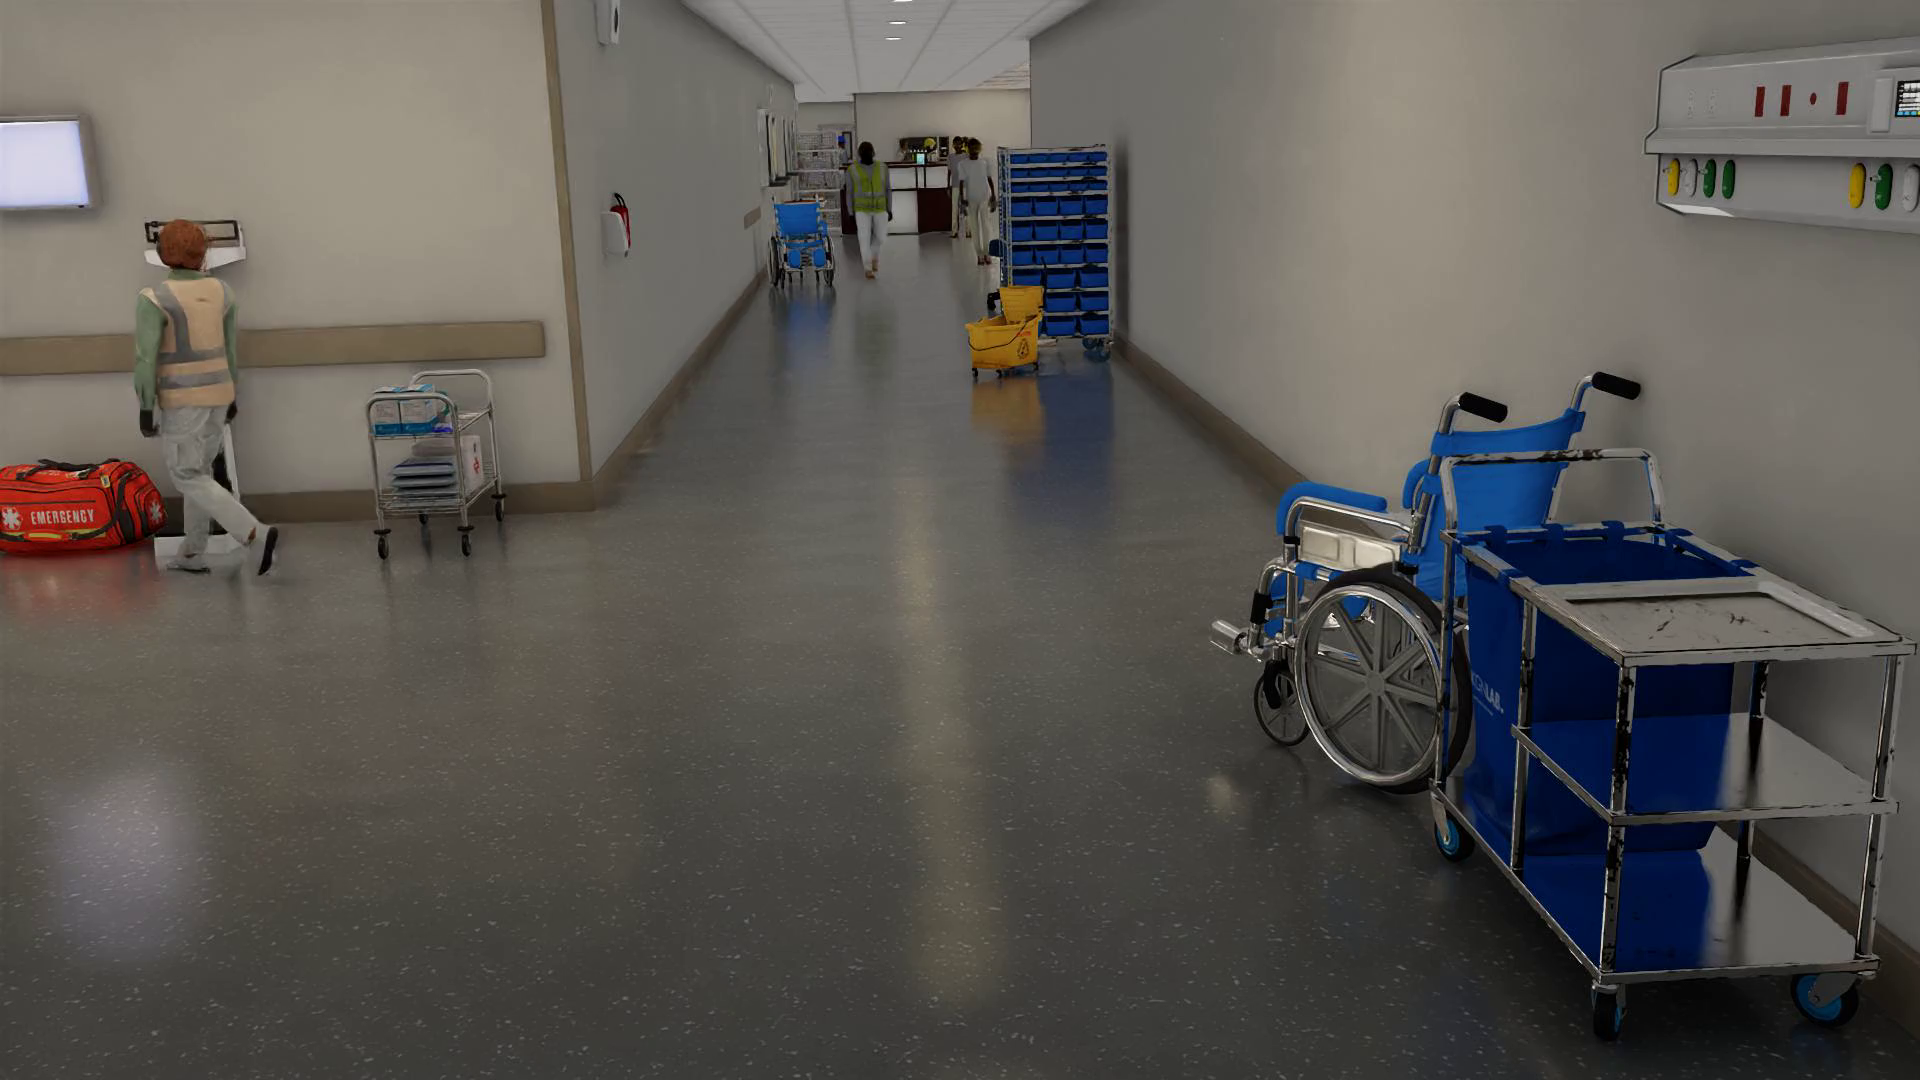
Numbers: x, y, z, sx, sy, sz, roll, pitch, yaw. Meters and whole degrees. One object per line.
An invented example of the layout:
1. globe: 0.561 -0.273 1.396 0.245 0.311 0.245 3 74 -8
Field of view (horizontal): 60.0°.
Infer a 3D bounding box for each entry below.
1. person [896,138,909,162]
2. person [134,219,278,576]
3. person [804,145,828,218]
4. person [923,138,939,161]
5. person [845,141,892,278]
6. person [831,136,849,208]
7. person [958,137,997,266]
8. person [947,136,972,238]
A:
1. person: -1.392 -9.157 41.811 0.451 1.830 0.531 0 14 7
2. person: -3.372 -0.612 7.399 0.725 1.603 0.531 3 14 19
3. person: -3.482 -8.691 40.338 0.563 1.742 0.361 -3 14 -5
4. person: -0.668 -8.550 39.249 0.403 1.827 0.588 -3 14 -7
5. person: -1.243 -4.491 22.631 0.637 1.831 0.566 -5 14 -15
6. person: -3.135 -9.660 43.851 0.396 1.943 0.618 -15 19 -43
7. person: 0.265 -4.889 24.073 0.546 1.830 0.667 -2 14 -2
8. person: 0.002 -6.511 30.735 0.505 1.861 0.330 2 14 14
